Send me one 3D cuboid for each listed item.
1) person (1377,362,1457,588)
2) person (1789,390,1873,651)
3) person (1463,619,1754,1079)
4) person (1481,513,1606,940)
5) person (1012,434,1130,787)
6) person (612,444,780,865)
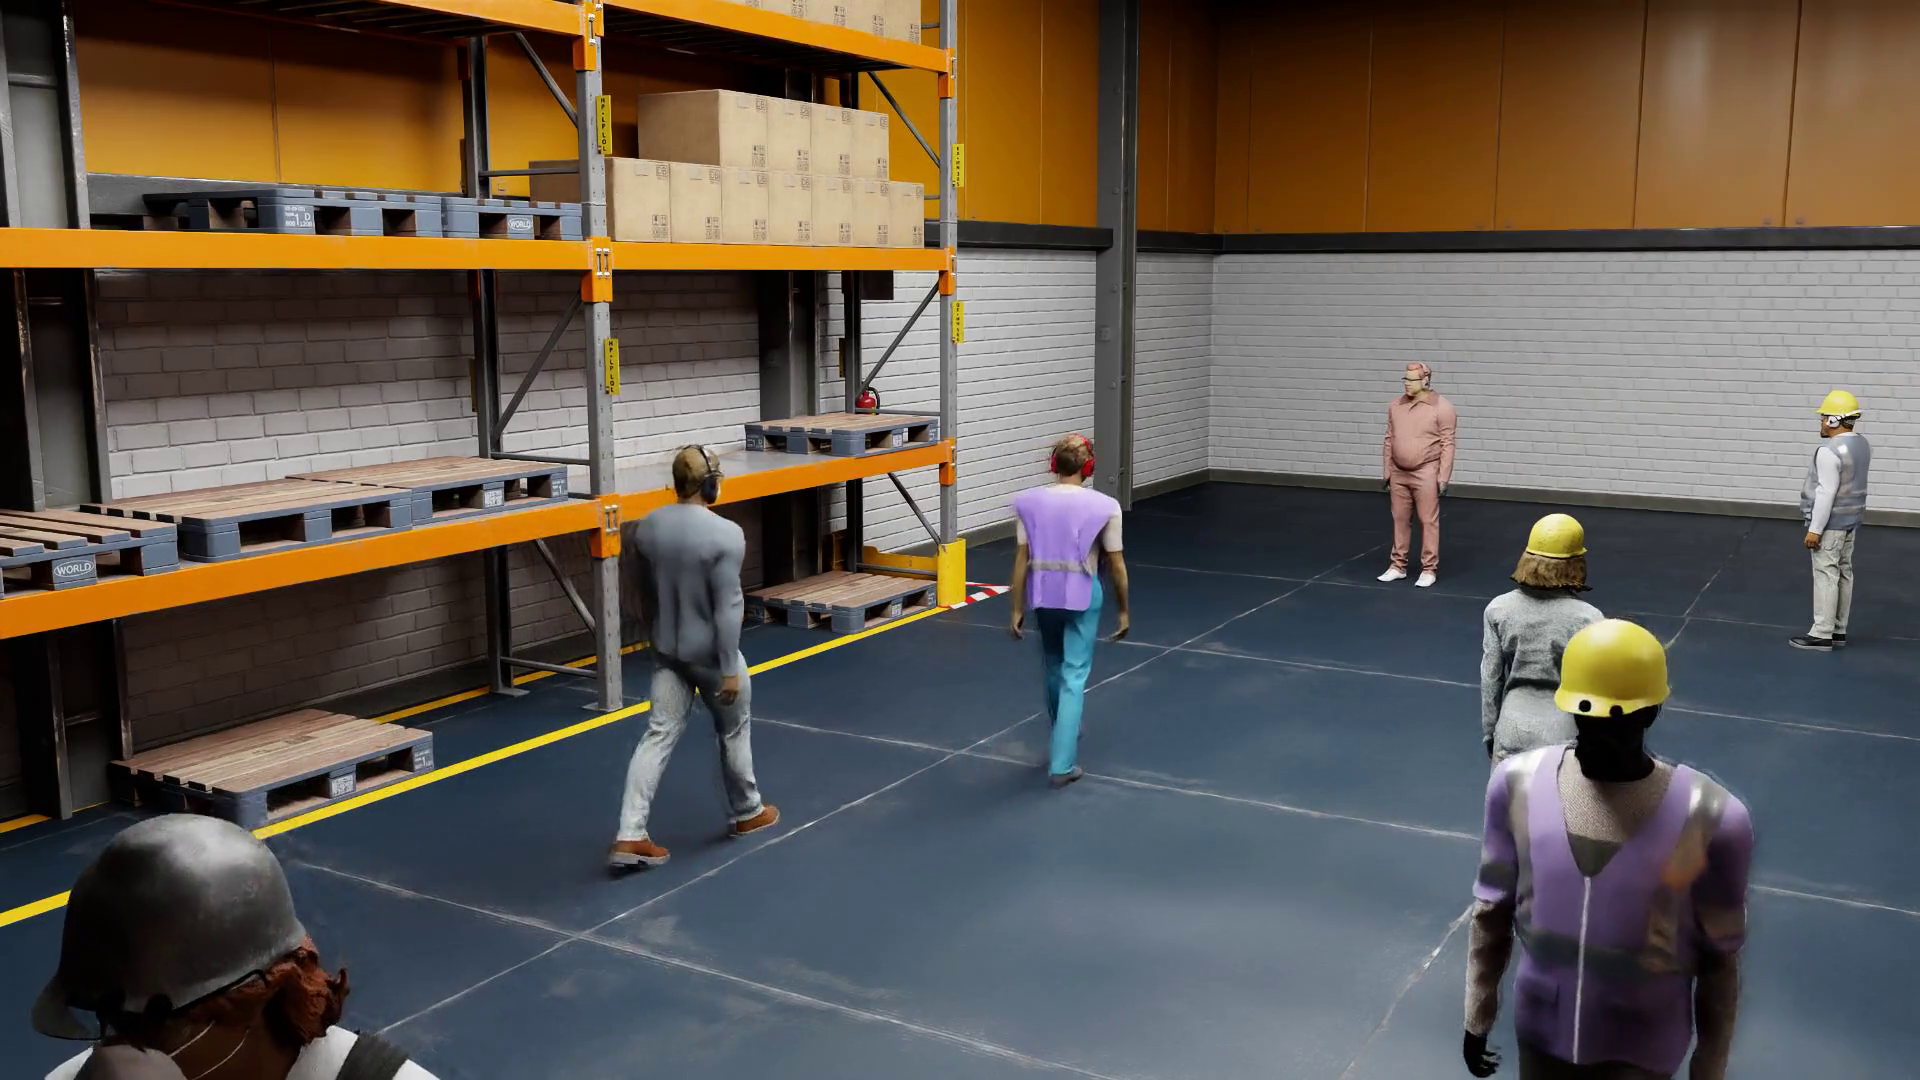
[{"bbox_3d":[3.853,-0.554,14.103,0.401,1.904,0.646,-8,12,-41],"label":"person"},{"bbox_3d":[6.133,-0.135,11.714,0.591,1.833,0.403,-8,12,-39],"label":"person"},{"bbox_3d":[1.491,1.093,3.857,0.598,1.898,0.866,8,12,40],"label":"person"},{"bbox_3d":[2.243,0.762,6.390,0.489,1.744,0.295,8,12,40],"label":"person"},{"bbox_3d":[0.623,0.340,8.825,0.588,1.805,0.906,4,10,25],"label":"person"},{"bbox_3d":[-1.228,0.510,7.517,0.645,1.896,1.005,6,11,31],"label":"person"}]
